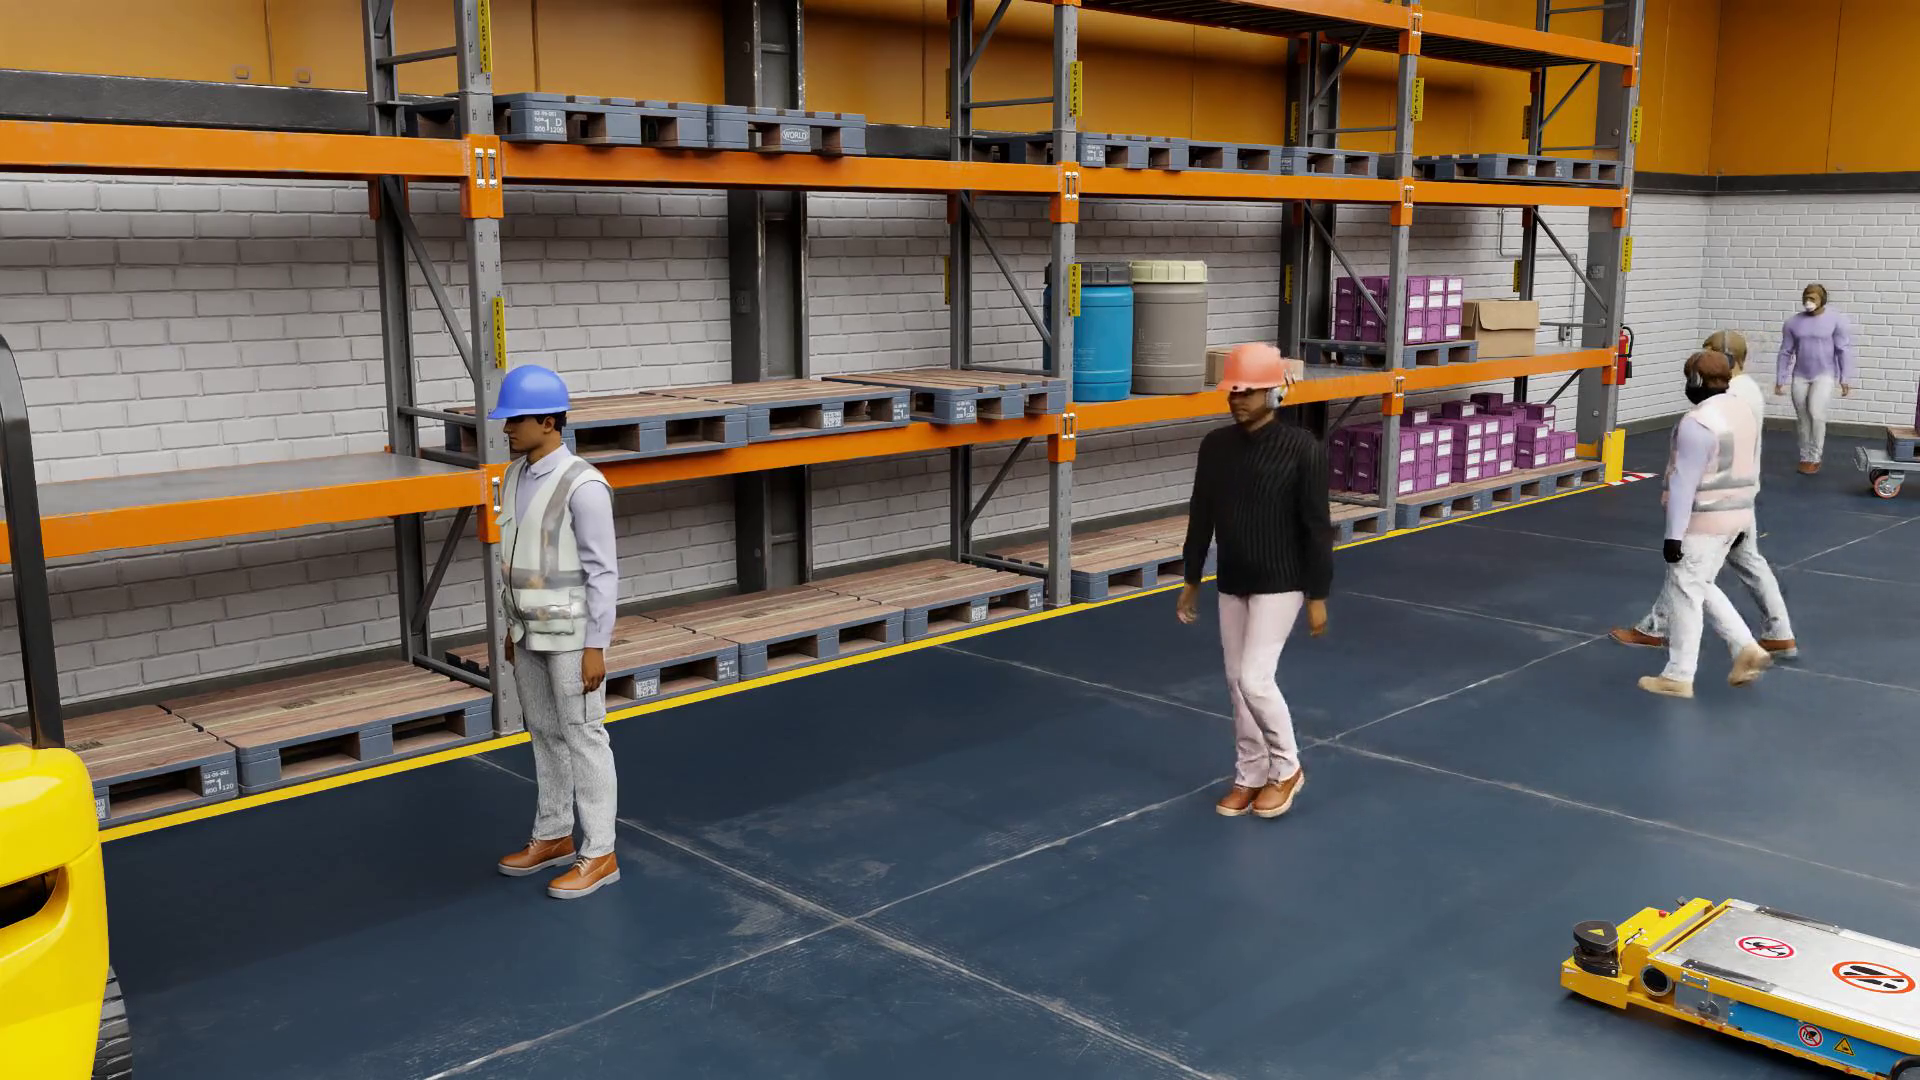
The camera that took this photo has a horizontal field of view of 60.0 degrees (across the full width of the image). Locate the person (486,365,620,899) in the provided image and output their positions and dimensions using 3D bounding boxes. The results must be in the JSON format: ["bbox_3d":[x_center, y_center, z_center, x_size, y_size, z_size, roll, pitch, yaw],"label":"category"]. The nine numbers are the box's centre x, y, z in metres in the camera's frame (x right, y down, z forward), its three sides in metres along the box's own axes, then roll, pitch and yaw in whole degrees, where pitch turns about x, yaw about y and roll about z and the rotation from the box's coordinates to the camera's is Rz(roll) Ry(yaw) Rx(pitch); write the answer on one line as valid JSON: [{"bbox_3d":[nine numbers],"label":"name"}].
[{"bbox_3d":[-1.491,0.333,6.082,0.615,1.945,0.405,10,14,43],"label":"person"}]

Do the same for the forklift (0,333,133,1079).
[{"bbox_3d":[-3.289,0.485,4.582,1.214,2.155,2.313,-10,14,-44],"label":"forklift"}]

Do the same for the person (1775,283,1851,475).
[{"bbox_3d":[8.540,-1.605,16.702,0.653,1.924,0.677,-9,14,-40],"label":"person"}]

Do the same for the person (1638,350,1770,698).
[{"bbox_3d":[3.901,-0.069,8.638,0.681,1.822,0.522,-10,14,-43],"label":"person"}]

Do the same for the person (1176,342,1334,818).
[{"bbox_3d":[1.198,0.185,6.815,0.447,1.980,0.631,-8,13,-37],"label":"person"}]

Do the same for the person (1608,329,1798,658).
[{"bbox_3d":[4.340,-0.257,9.488,1.002,1.886,0.639,7,13,34],"label":"person"}]

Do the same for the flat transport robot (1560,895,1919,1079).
[{"bbox_3d":[2.633,1.374,4.980,0.652,0.197,1.431,-10,15,-44],"label":"flat transport robot"}]
